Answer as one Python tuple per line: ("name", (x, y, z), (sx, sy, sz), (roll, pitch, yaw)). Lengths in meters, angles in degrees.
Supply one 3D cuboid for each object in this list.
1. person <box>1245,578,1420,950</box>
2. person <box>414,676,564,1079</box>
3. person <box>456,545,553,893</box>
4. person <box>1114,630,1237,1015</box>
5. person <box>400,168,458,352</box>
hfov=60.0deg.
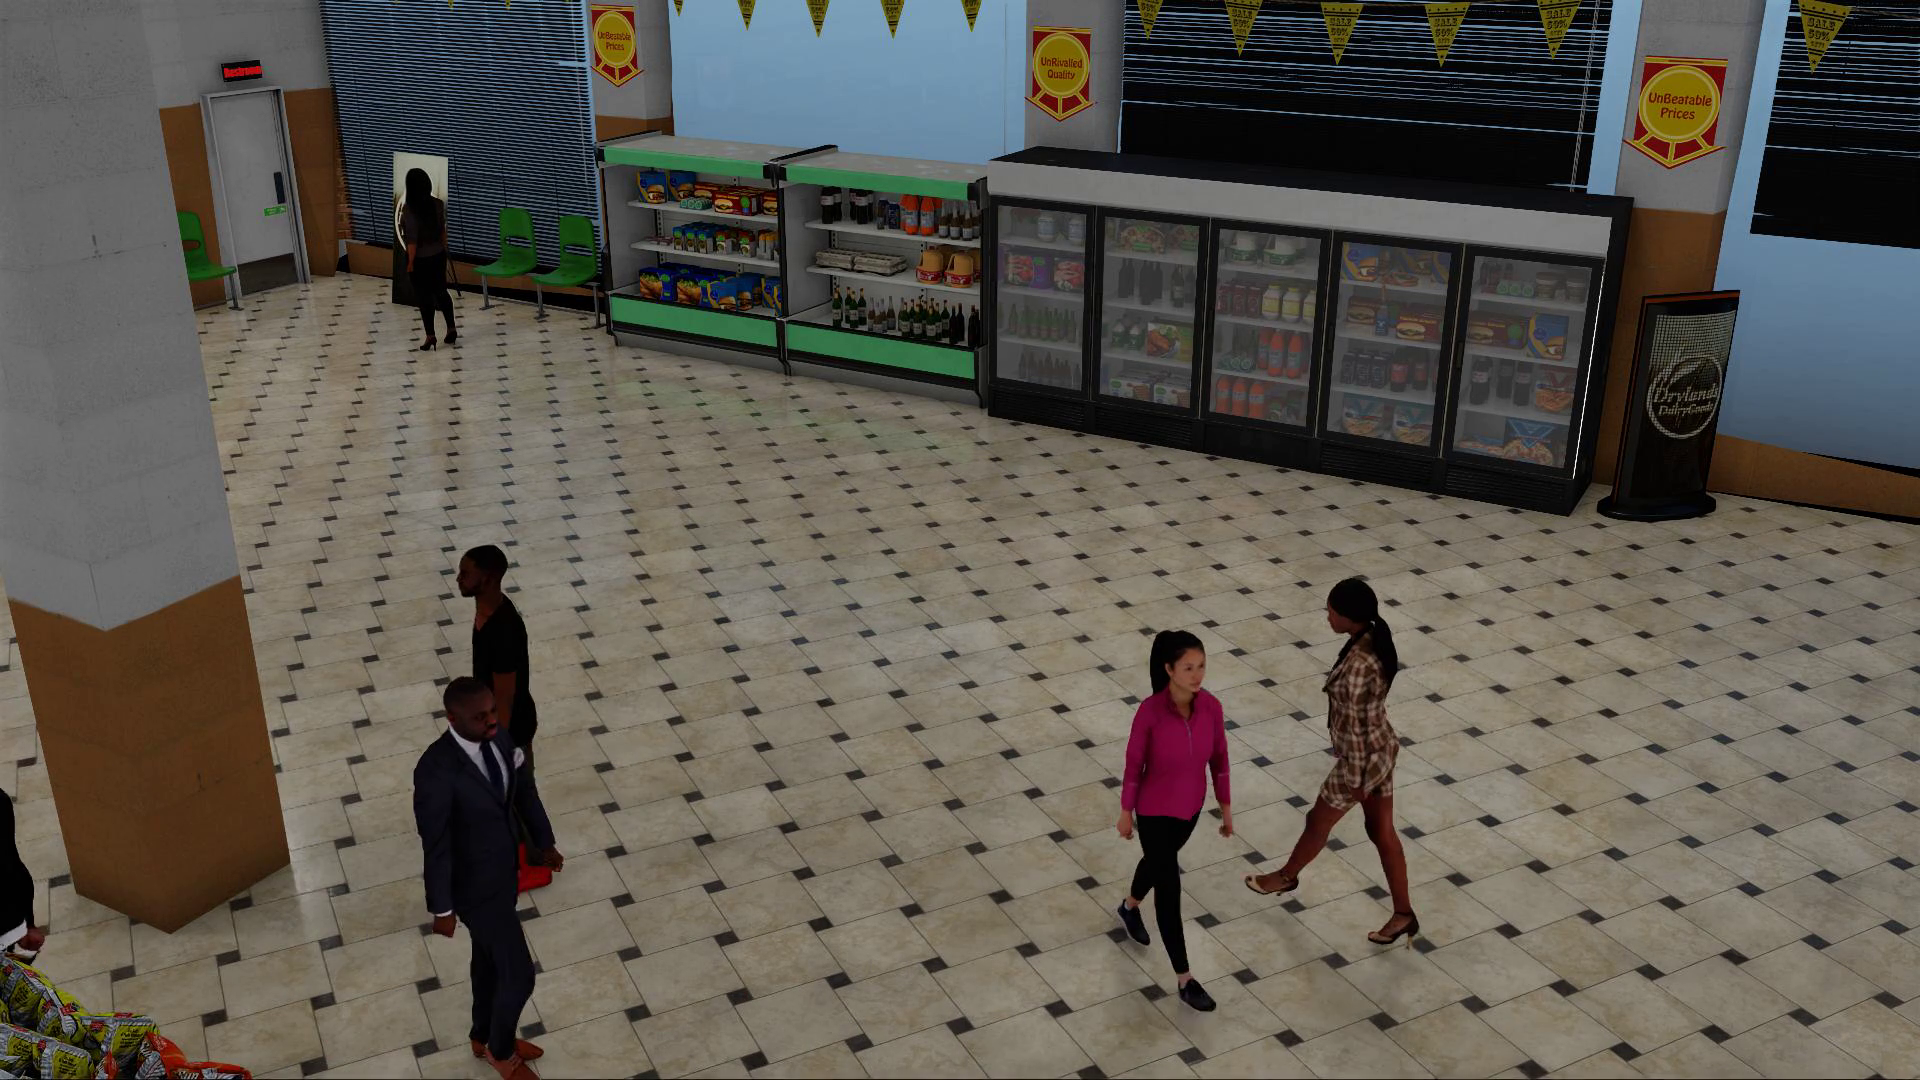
("person", (1.878, 1.043, 7.395), (1.036, 1.729, 0.582), (11, 24, 25))
("person", (-1.962, 1.334, 6.567), (0.791, 1.807, 0.806), (4, 22, 9))
("person", (-2.045, 0.846, 7.797), (0.837, 1.796, 0.732), (-10, 24, -24))
("person", (0.863, 1.140, 7.246), (1.005, 1.660, 1.177), (-10, 24, -23))
("person", (-5.427, -2.861, 16.963), (0.587, 1.841, 0.651), (13, 25, 30))
